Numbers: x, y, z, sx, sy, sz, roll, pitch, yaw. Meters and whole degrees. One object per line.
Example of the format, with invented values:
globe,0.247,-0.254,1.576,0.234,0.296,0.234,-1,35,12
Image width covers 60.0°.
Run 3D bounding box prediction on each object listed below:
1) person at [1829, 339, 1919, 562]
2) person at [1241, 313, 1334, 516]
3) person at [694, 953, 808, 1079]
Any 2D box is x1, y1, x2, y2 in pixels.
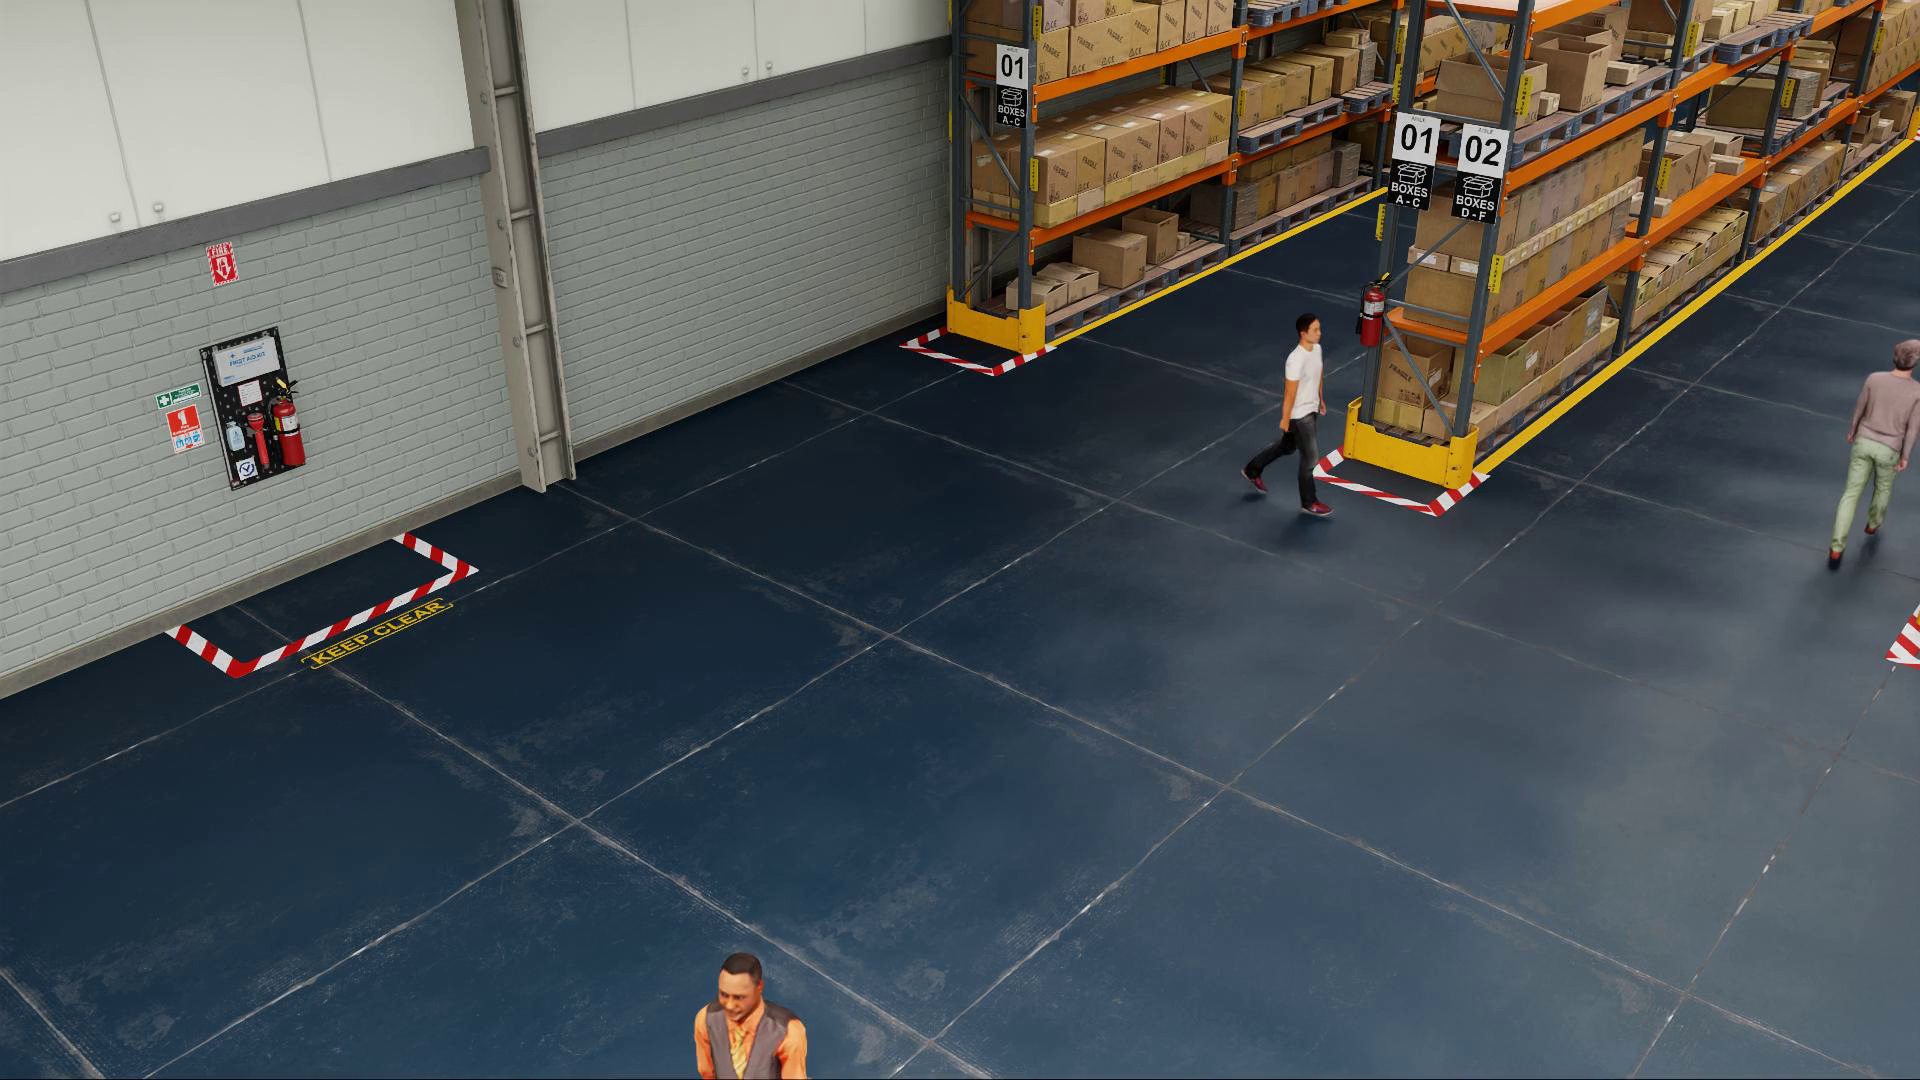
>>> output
person,7.357,-0.675,13.404,0.756,1.819,1.276,18,33,30
person,2.839,-1.113,14.277,0.852,1.771,1.121,14,31,25
person,-0.839,2.520,7.331,1.000,1.889,1.249,8,29,15
